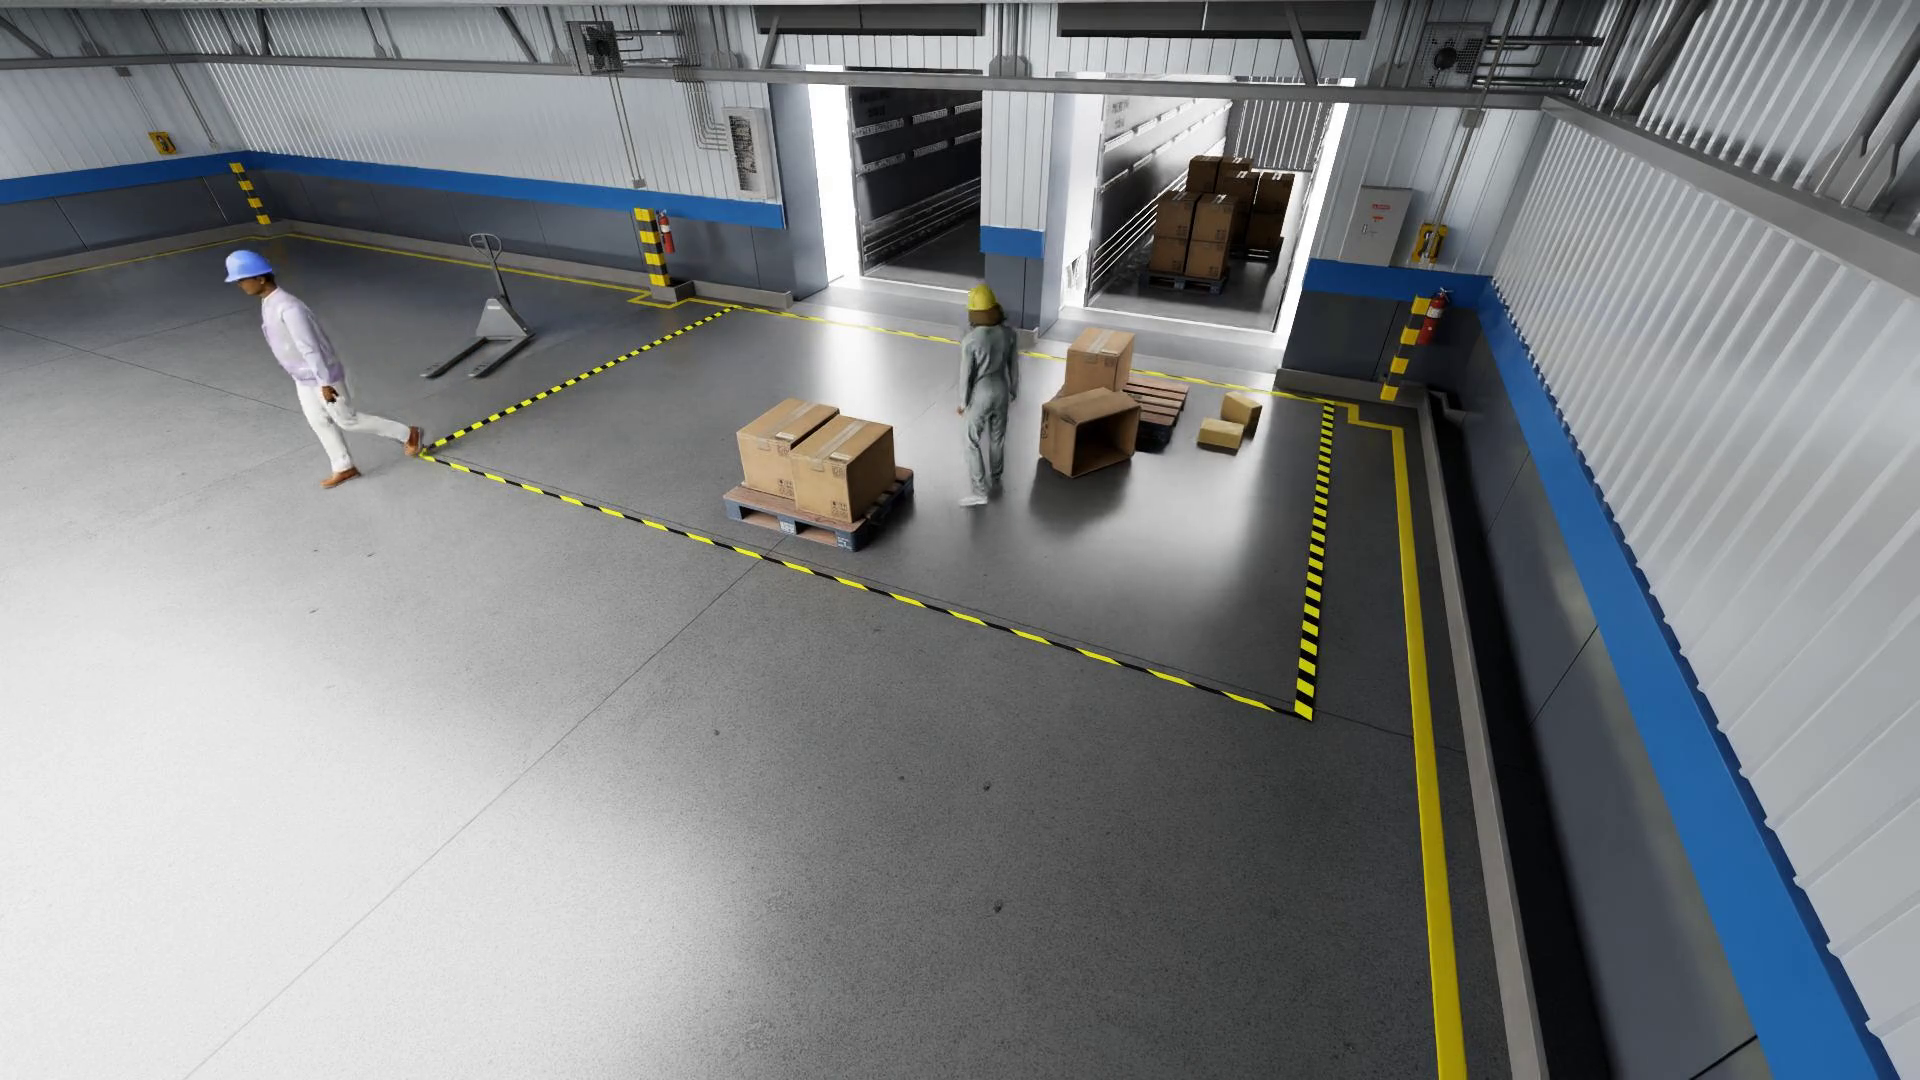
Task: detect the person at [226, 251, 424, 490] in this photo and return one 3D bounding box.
[{"bbox_3d":[-5.173,-1.384,5.990,0.604,1.915,0.869,22,41,28],"label":"person"}]

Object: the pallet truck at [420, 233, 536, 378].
[{"bbox_3d":[-5.664,-2.712,8.427,0.680,1.201,1.601,0,35,-1],"label":"pallet truck"}]

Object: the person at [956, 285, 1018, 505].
[{"bbox_3d":[0.222,-1.097,5.741,0.624,1.727,0.437,-19,40,-25],"label":"person"}]
